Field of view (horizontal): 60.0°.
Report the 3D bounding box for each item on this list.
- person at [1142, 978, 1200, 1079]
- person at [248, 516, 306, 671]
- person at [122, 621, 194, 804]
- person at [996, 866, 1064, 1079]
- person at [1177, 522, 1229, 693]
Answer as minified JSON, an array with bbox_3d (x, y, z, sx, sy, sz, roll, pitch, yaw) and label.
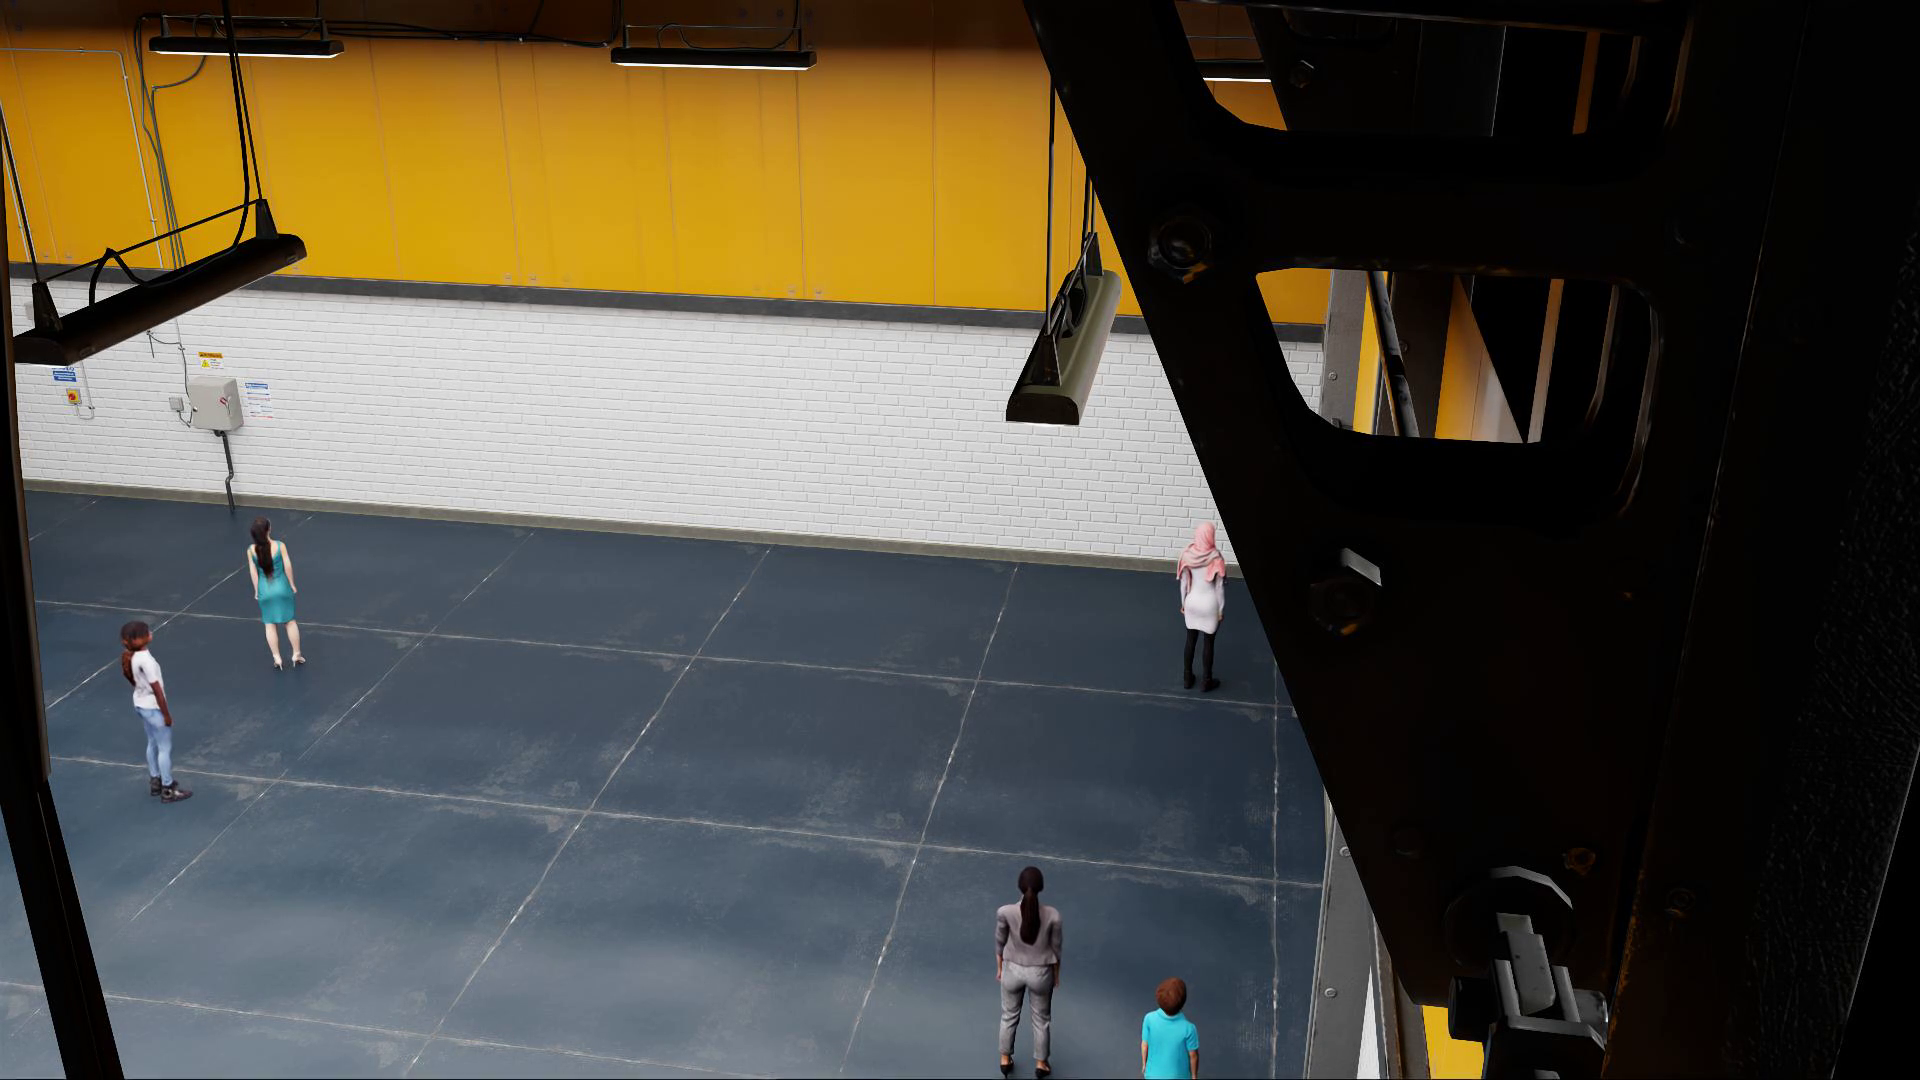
[{"bbox_3d":[1.332,3.404,10.626,0.556,1.449,0.539,9,25,20],"label":"person"},{"bbox_3d":[-6.968,0.530,16.906,0.626,1.685,0.631,-7,25,-16],"label":"person"},{"bbox_3d":[-7.121,1.492,14.664,0.663,1.719,0.679,20,31,38],"label":"person"},{"bbox_3d":[0.460,2.969,11.342,0.611,1.673,0.571,3,24,6],"label":"person"},{"bbox_3d":[2.403,0.655,16.471,0.709,1.804,0.708,13,27,27],"label":"person"}]
